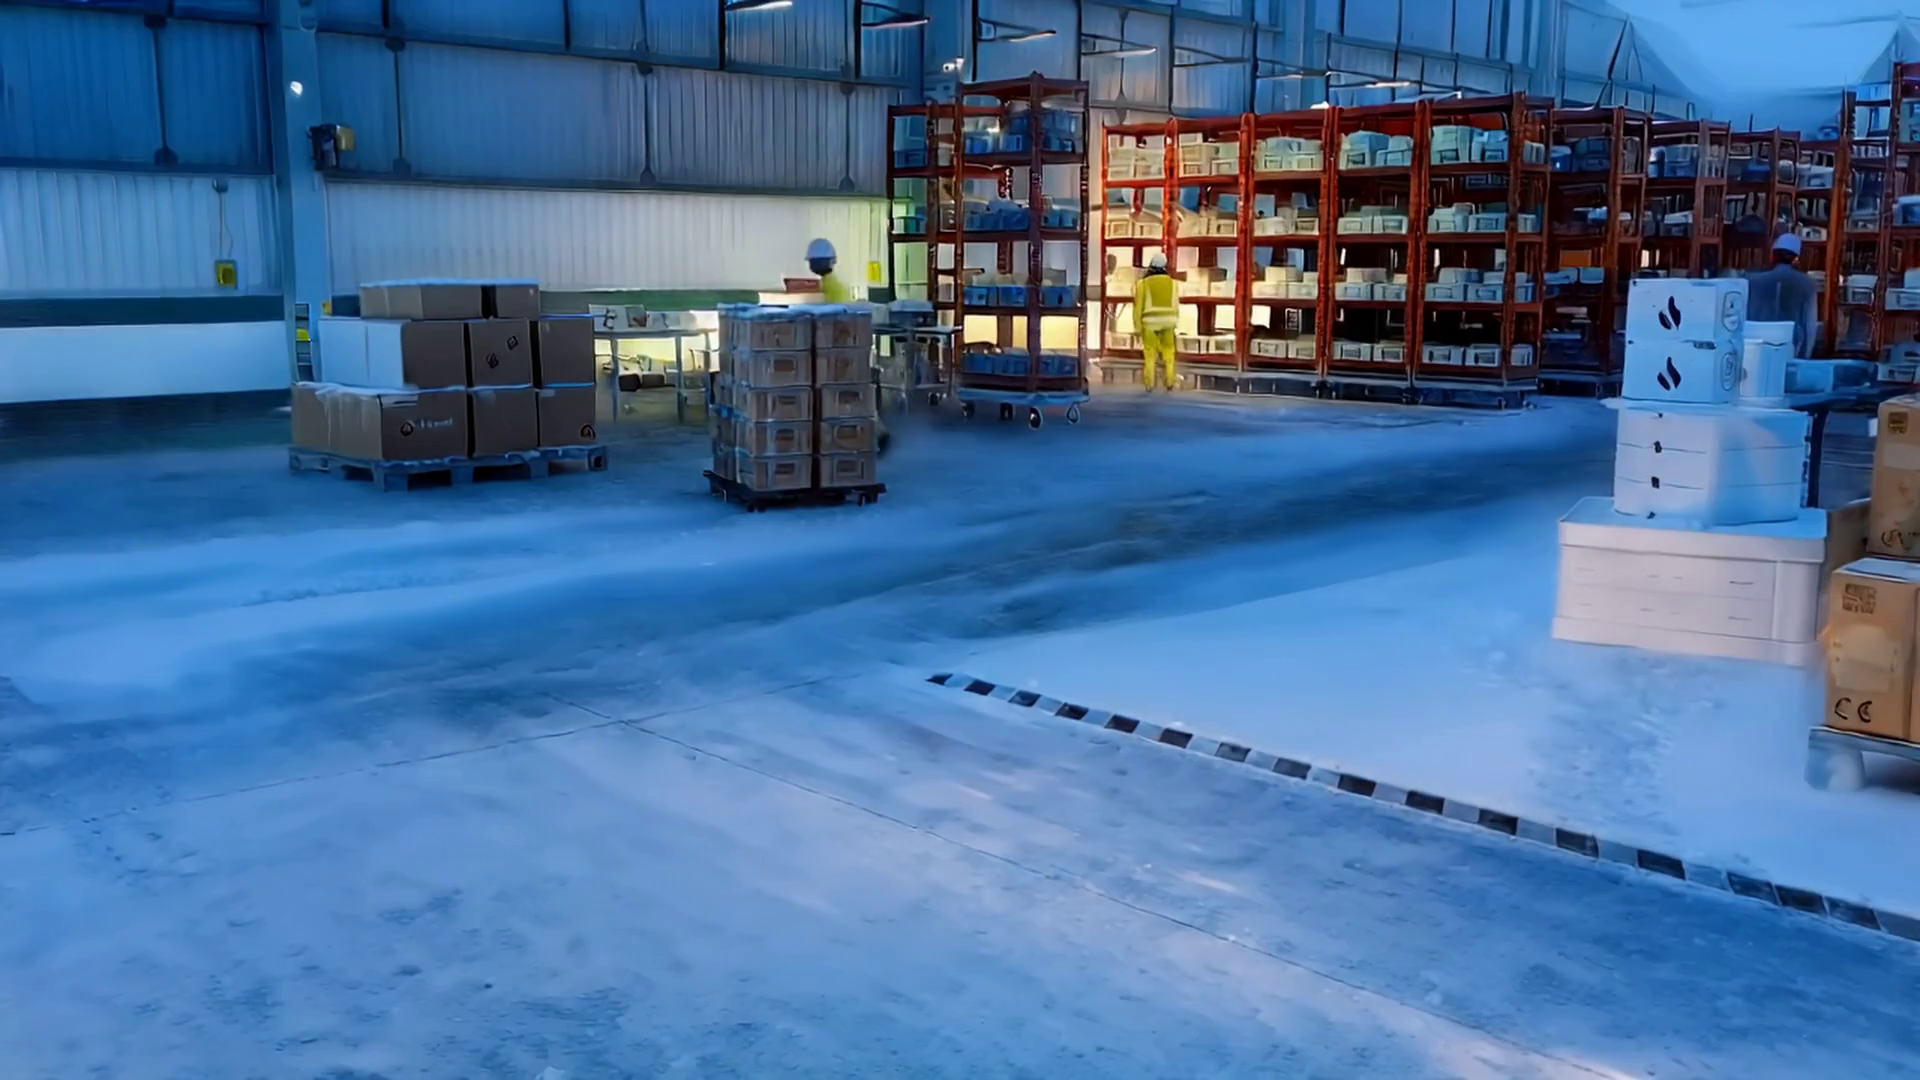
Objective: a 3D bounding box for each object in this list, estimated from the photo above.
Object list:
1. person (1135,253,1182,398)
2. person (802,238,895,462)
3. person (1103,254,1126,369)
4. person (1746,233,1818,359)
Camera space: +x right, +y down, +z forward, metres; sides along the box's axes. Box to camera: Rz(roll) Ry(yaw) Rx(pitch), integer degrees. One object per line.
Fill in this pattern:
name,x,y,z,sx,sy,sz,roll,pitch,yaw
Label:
person,2.491,-2.695,20.960,0.593,1.832,0.403,0,9,-3
person,-1.025,-1.582,14.031,0.861,1.918,0.603,-3,10,-18
person,2.462,-3.657,26.708,0.393,1.846,0.564,0,9,0
person,7.511,-1.819,15.273,0.620,1.980,0.564,7,12,37
